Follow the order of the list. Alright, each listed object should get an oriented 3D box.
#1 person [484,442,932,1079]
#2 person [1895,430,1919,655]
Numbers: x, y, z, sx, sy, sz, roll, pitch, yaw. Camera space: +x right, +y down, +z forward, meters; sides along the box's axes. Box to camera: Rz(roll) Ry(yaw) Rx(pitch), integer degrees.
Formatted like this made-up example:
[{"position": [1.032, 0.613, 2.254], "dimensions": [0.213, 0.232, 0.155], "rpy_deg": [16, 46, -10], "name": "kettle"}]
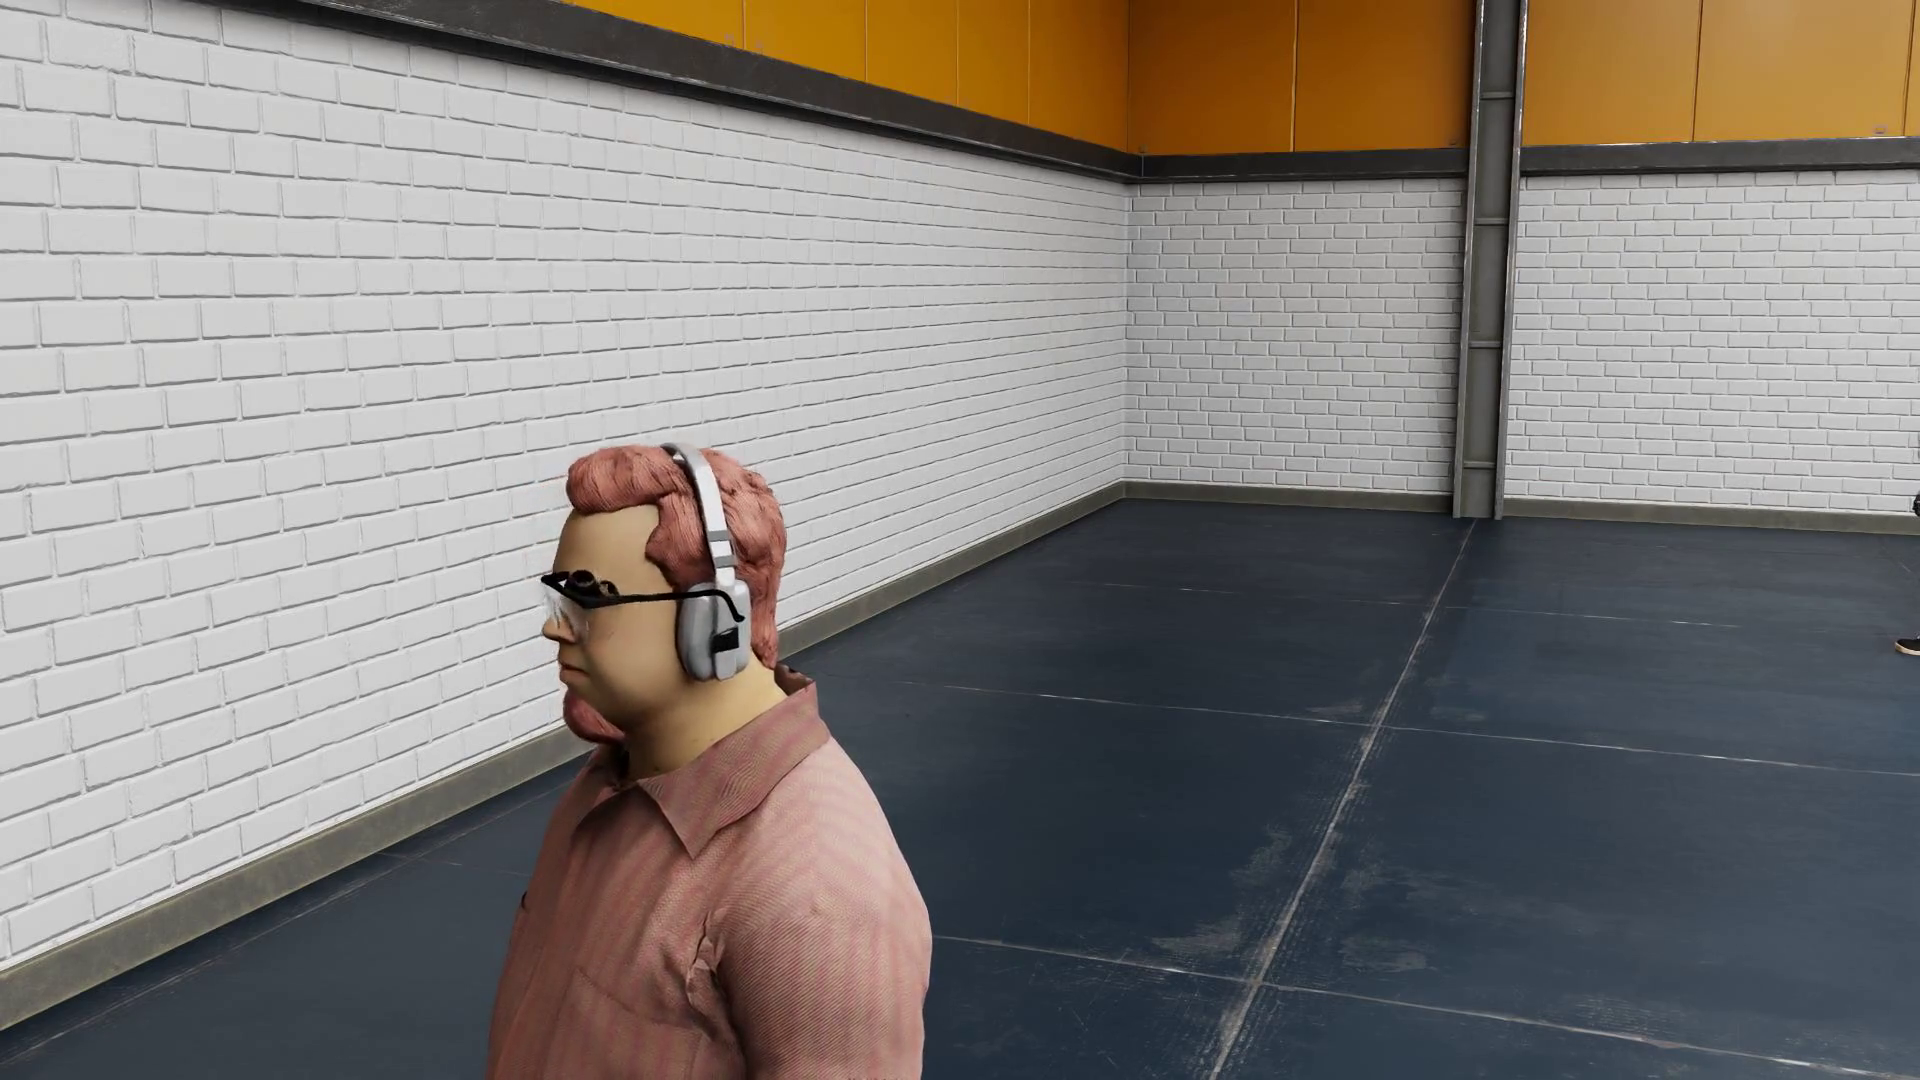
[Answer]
[{"position": [-0.296, 0.846, 1.764], "dimensions": [0.411, 1.909, 0.643], "rpy_deg": [-5, 10, -30], "name": "person"}, {"position": [5.388, -0.340, 9.022], "dimensions": [0.613, 1.963, 0.362], "rpy_deg": [-6, 11, -33], "name": "person"}]
